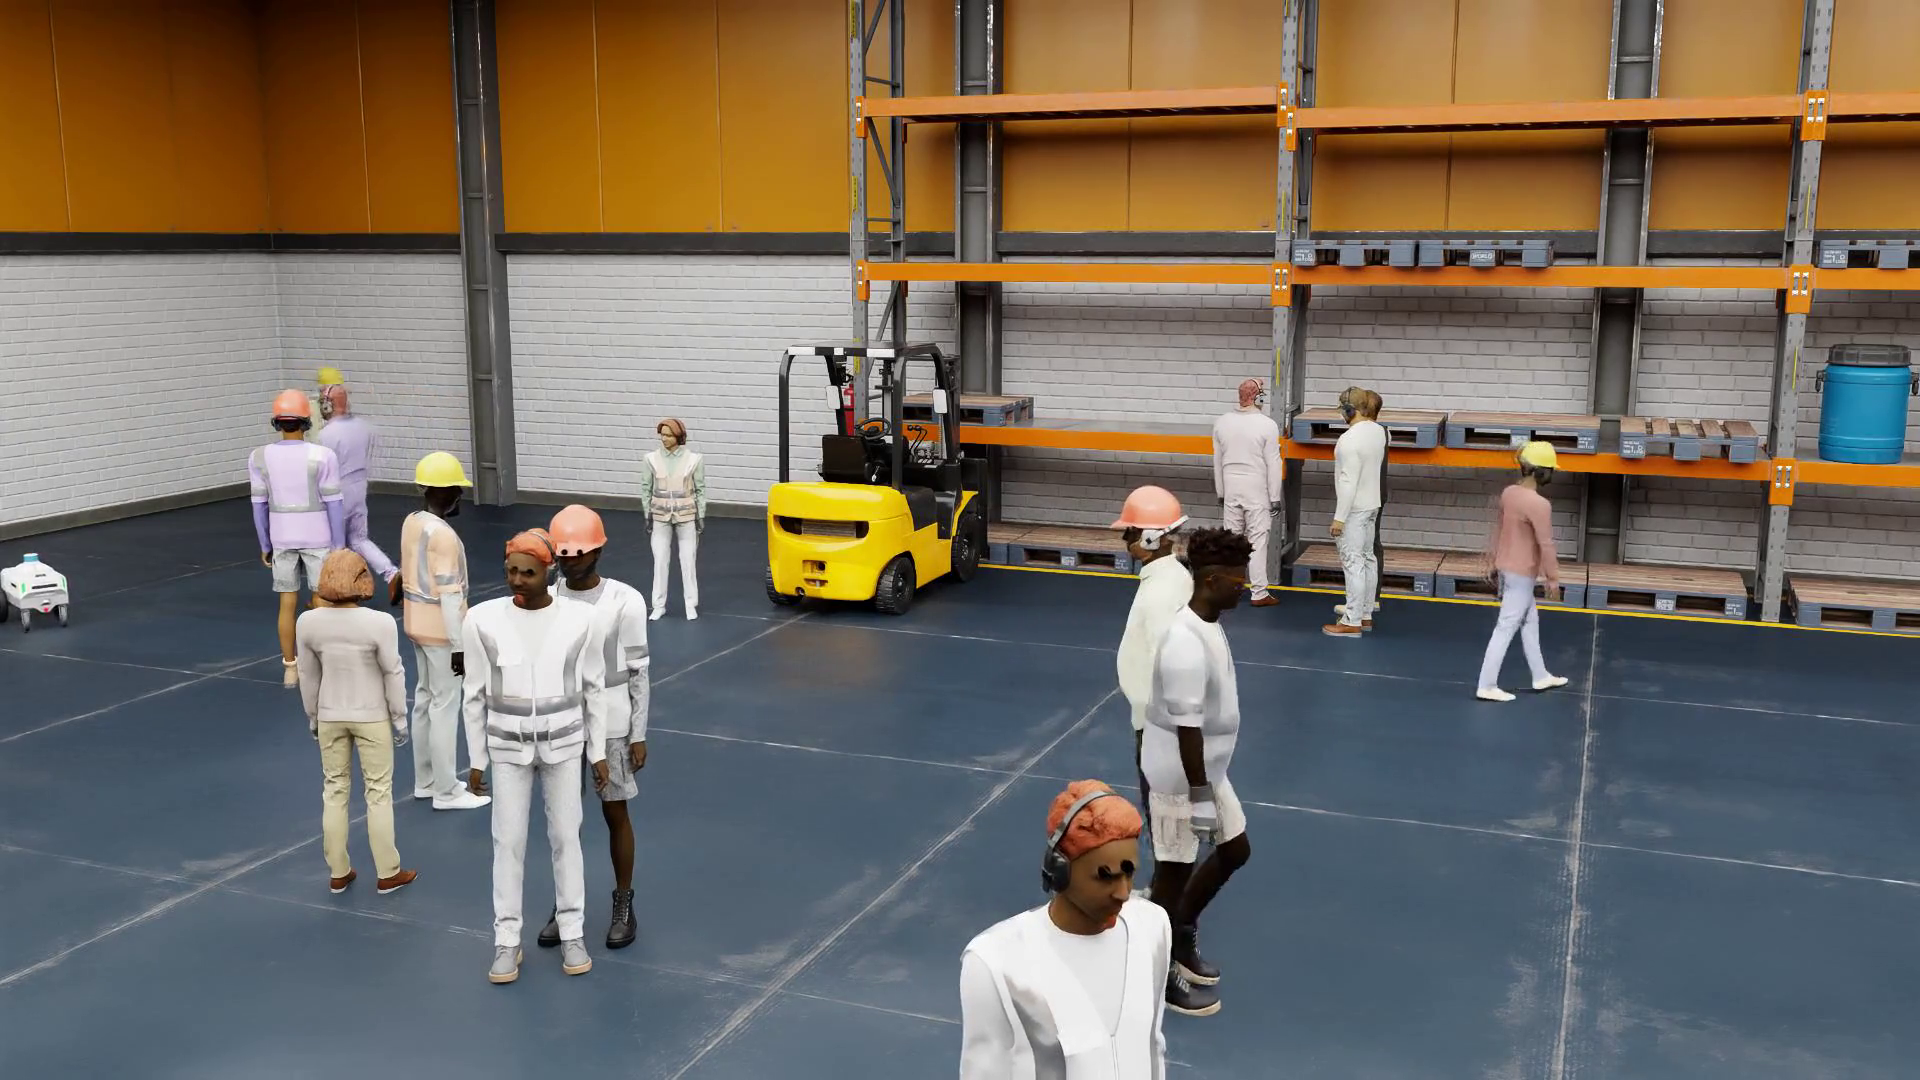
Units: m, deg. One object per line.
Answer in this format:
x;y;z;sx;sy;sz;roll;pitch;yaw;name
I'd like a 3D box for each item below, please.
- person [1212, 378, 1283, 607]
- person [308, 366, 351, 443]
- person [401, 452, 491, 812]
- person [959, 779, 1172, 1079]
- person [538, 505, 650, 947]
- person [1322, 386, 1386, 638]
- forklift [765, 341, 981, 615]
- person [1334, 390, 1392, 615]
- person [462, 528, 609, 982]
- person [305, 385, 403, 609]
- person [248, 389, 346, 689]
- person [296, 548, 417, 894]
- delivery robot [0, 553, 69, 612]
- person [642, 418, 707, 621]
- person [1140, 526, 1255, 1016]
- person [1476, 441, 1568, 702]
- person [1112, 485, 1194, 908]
2.421;-0.395;13.893;0.641;1.909;0.409;9;14;42;person
-6.419;-0.881;16.925;0.610;1.788;0.611;4;11;19;person
-2.778;0.485;8.932;0.385;1.925;0.591;-8;13;-36;person
0.253;1.444;3.705;0.572;1.887;0.354;-7;12;-35;person
-1.611;0.802;7.147;0.552;1.935;0.362;1;10;5;person
3.040;-0.214;12.816;0.371;1.934;0.627;7;12;35;person
-0.739;-0.602;14.246;1.214;2.155;2.313;4;11;21;forklift
3.290;-0.301;13.539;0.345;1.847;0.508;8;13;39;person
-1.743;0.879;6.861;0.572;1.885;0.358;-2;10;-13;person
-5.020;-0.339;13.650;0.795;1.885;0.650;3;11;15;person
-4.475;-0.002;11.312;0.606;2.048;0.366;0;10;-1;person
-2.811;0.844;7.745;0.500;1.636;0.282;1;10;5;person
-7.363;0.351;13.217;0.477;0.478;0.707;-9;13;-41;delivery robot
-2.290;-0.163;13.358;0.515;1.636;0.315;0;10;-1;person
0.920;0.910;6.513;0.429;1.945;0.646;4;11;19;person
3.800;0.215;10.951;0.814;1.726;0.550;-1;10;-8;person
0.847;0.750;7.270;0.396;1.991;0.622;2;10;11;person
